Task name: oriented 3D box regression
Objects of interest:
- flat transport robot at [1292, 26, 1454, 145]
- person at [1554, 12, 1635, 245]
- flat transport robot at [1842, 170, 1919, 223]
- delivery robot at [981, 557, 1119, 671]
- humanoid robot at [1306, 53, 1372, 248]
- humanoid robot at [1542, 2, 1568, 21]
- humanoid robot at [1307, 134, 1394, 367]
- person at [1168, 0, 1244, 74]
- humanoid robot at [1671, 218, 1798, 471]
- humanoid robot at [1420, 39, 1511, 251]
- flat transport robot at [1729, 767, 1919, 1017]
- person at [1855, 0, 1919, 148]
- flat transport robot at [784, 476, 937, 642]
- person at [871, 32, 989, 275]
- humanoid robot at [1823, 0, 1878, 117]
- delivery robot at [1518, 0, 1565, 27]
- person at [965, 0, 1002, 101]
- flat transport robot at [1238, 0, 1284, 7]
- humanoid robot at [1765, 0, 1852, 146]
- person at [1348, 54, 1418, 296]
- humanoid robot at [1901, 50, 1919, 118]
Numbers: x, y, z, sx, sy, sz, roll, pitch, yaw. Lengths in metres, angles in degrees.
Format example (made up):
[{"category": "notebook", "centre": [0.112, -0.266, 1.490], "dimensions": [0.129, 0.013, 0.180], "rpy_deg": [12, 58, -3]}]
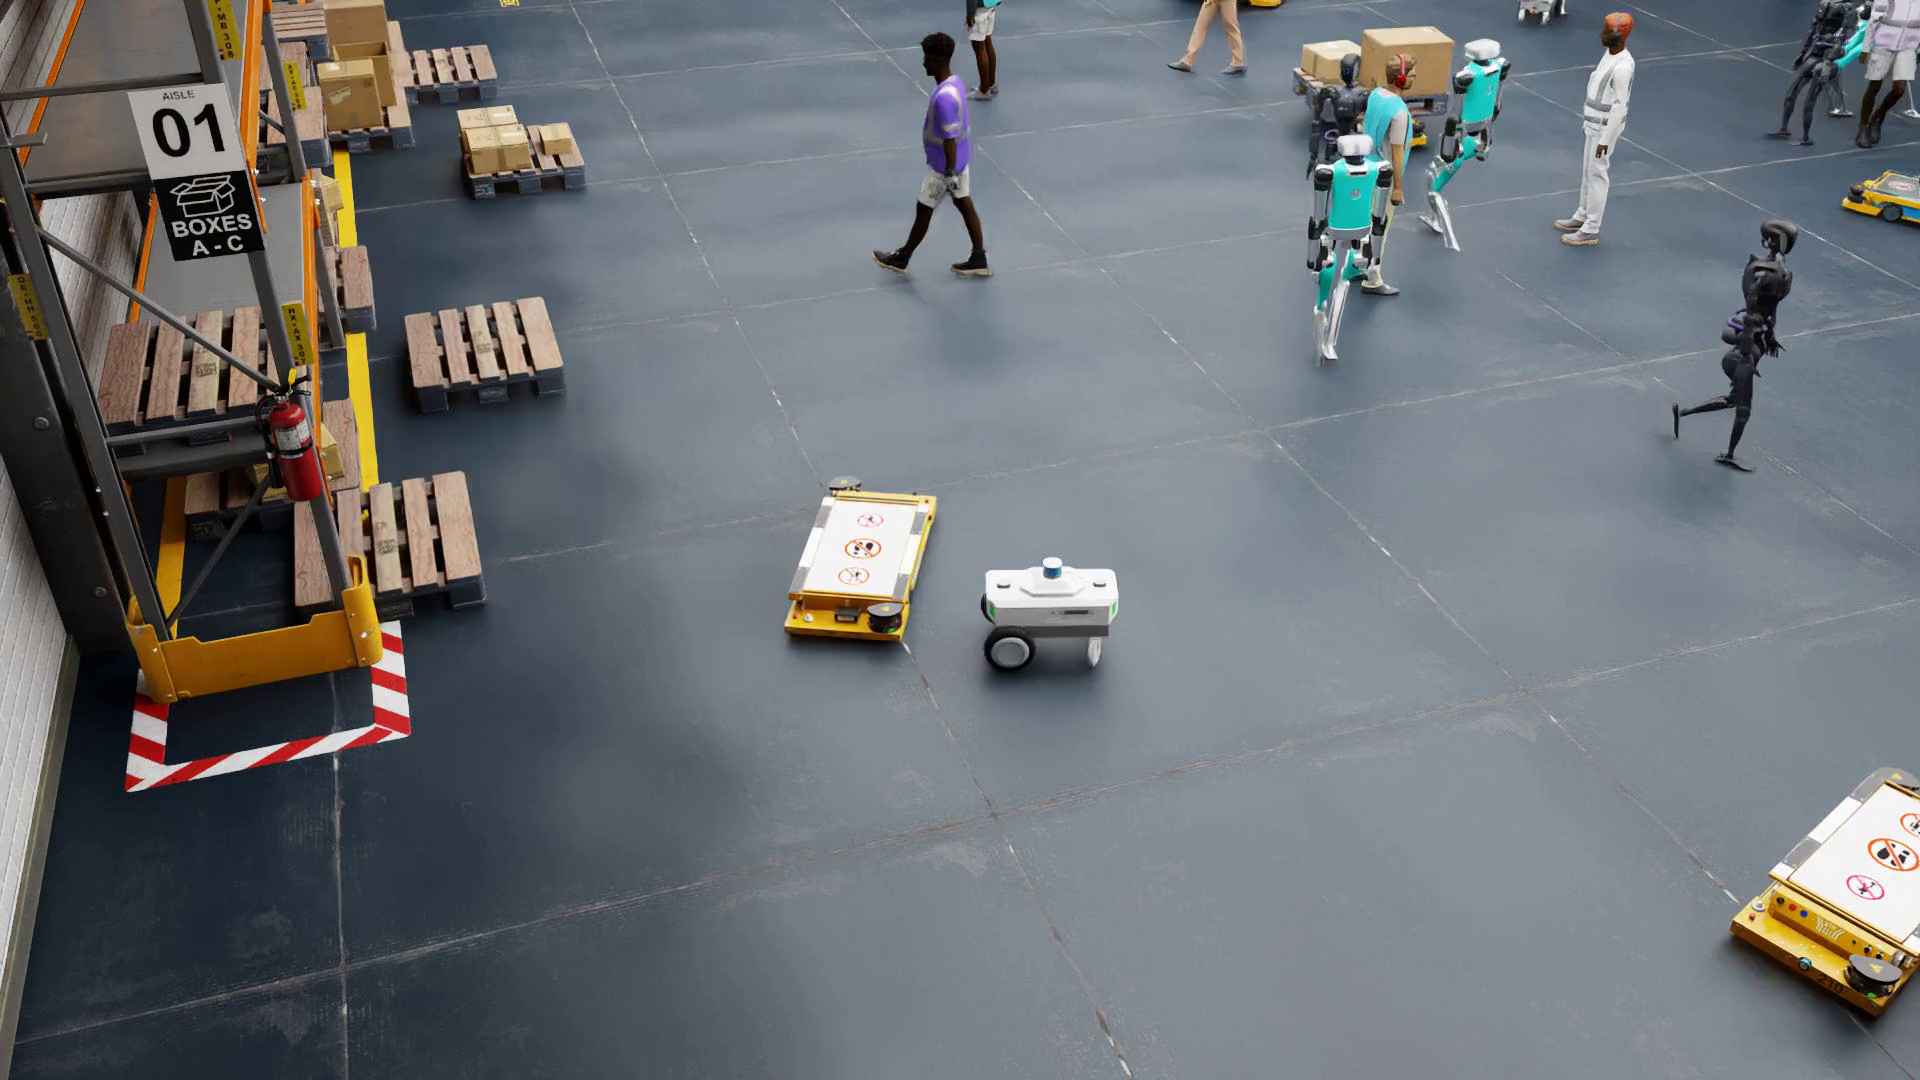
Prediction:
[{"category": "flat transport robot", "centre": [3.969, -4.158, 16.236], "dimensions": [0.659, 0.231, 1.431], "rpy_deg": [-5, 33, -8]}, {"category": "person", "centre": [5.192, -3.326, 13.483], "dimensions": [0.350, 1.881, 0.575], "rpy_deg": [5, 33, 8]}, {"category": "flat transport robot", "centre": [8.401, -2.834, 14.205], "dimensions": [1.431, 0.231, 0.659], "rpy_deg": [26, 41, 34]}, {"category": "delivery robot", "centre": [0.470, 0.367, 9.026], "dimensions": [0.759, 0.587, 0.505], "rpy_deg": [-1, 33, -1]}, {"category": "humanoid robot", "centre": [3.082, -3.051, 13.284], "dimensions": [0.609, 1.649, 0.613], "rpy_deg": [14, 36, 20]}, {"category": "humanoid robot", "centre": [6.903, -6.797, 18.996], "dimensions": [0.556, 1.843, 0.761], "rpy_deg": [3, 33, 5]}, {"category": "humanoid robot", "centre": [2.625, -1.986, 11.649], "dimensions": [0.550, 1.894, 0.741], "rpy_deg": [-2, 33, -3]}, {"category": "person", "centre": [2.653, -5.633, 17.246], "dimensions": [0.835, 1.629, 0.464], "rpy_deg": [-10, 34, -14]}, {"category": "humanoid robot", "centre": [4.934, -1.266, 10.526], "dimensions": [0.639, 1.637, 0.600], "rpy_deg": [24, 40, 32]}, {"category": "humanoid robot", "centre": [3.964, -3.251, 13.536], "dimensions": [0.582, 1.787, 0.865], "rpy_deg": [-14, 36, -21]}, {"category": "flat transport robot", "centre": [4.147, 1.541, 7.494], "dimensions": [1.431, 0.231, 0.659], "rpy_deg": [-26, 41, -33]}, {"category": "person", "centre": [8.616, -4.557, 15.332], "dimensions": [0.562, 1.920, 0.421], "rpy_deg": [10, 34, 15]}, {"category": "flat transport robot", "centre": [-0.557, 0.094, 9.715], "dimensions": [0.659, 0.231, 1.431], "rpy_deg": [4, 33, 6]}, {"category": "person", "centre": [-0.216, -2.967, 12.893], "dimensions": [0.978, 1.913, 0.630], "rpy_deg": [5, 33, 7]}, {"category": "humanoid robot", "centre": [8.684, -4.939, 16.114], "dimensions": [0.629, 1.824, 0.530], "rpy_deg": [-4, 33, -6]}, {"category": "delivery robot", "centre": [6.720, -6.304, 19.251], "dimensions": [0.499, 0.580, 0.757], "rpy_deg": [15, 36, 21]}, {"category": "person", "centre": [0.189, -5.352, 16.559], "dimensions": [0.472, 1.924, 0.547], "rpy_deg": [11, 35, 16]}, {"category": "flat transport robot", "centre": [3.255, -6.701, 20.136], "dimensions": [1.431, 0.231, 0.659], "rpy_deg": [17, 37, 24]}, {"category": "humanoid robot", "centre": [7.966, -4.478, 15.438], "dimensions": [0.370, 1.653, 0.599], "rpy_deg": [-1, 33, -2]}, {"category": "person", "centre": [3.214, -2.780, 12.679], "dimensions": [0.391, 1.846, 0.563], "rpy_deg": [-6, 34, -9]}, {"category": "humanoid robot", "centre": [9.509, -4.951, 16.111], "dimensions": [0.533, 1.757, 0.751], "rpy_deg": [-3, 33, -5]}]
